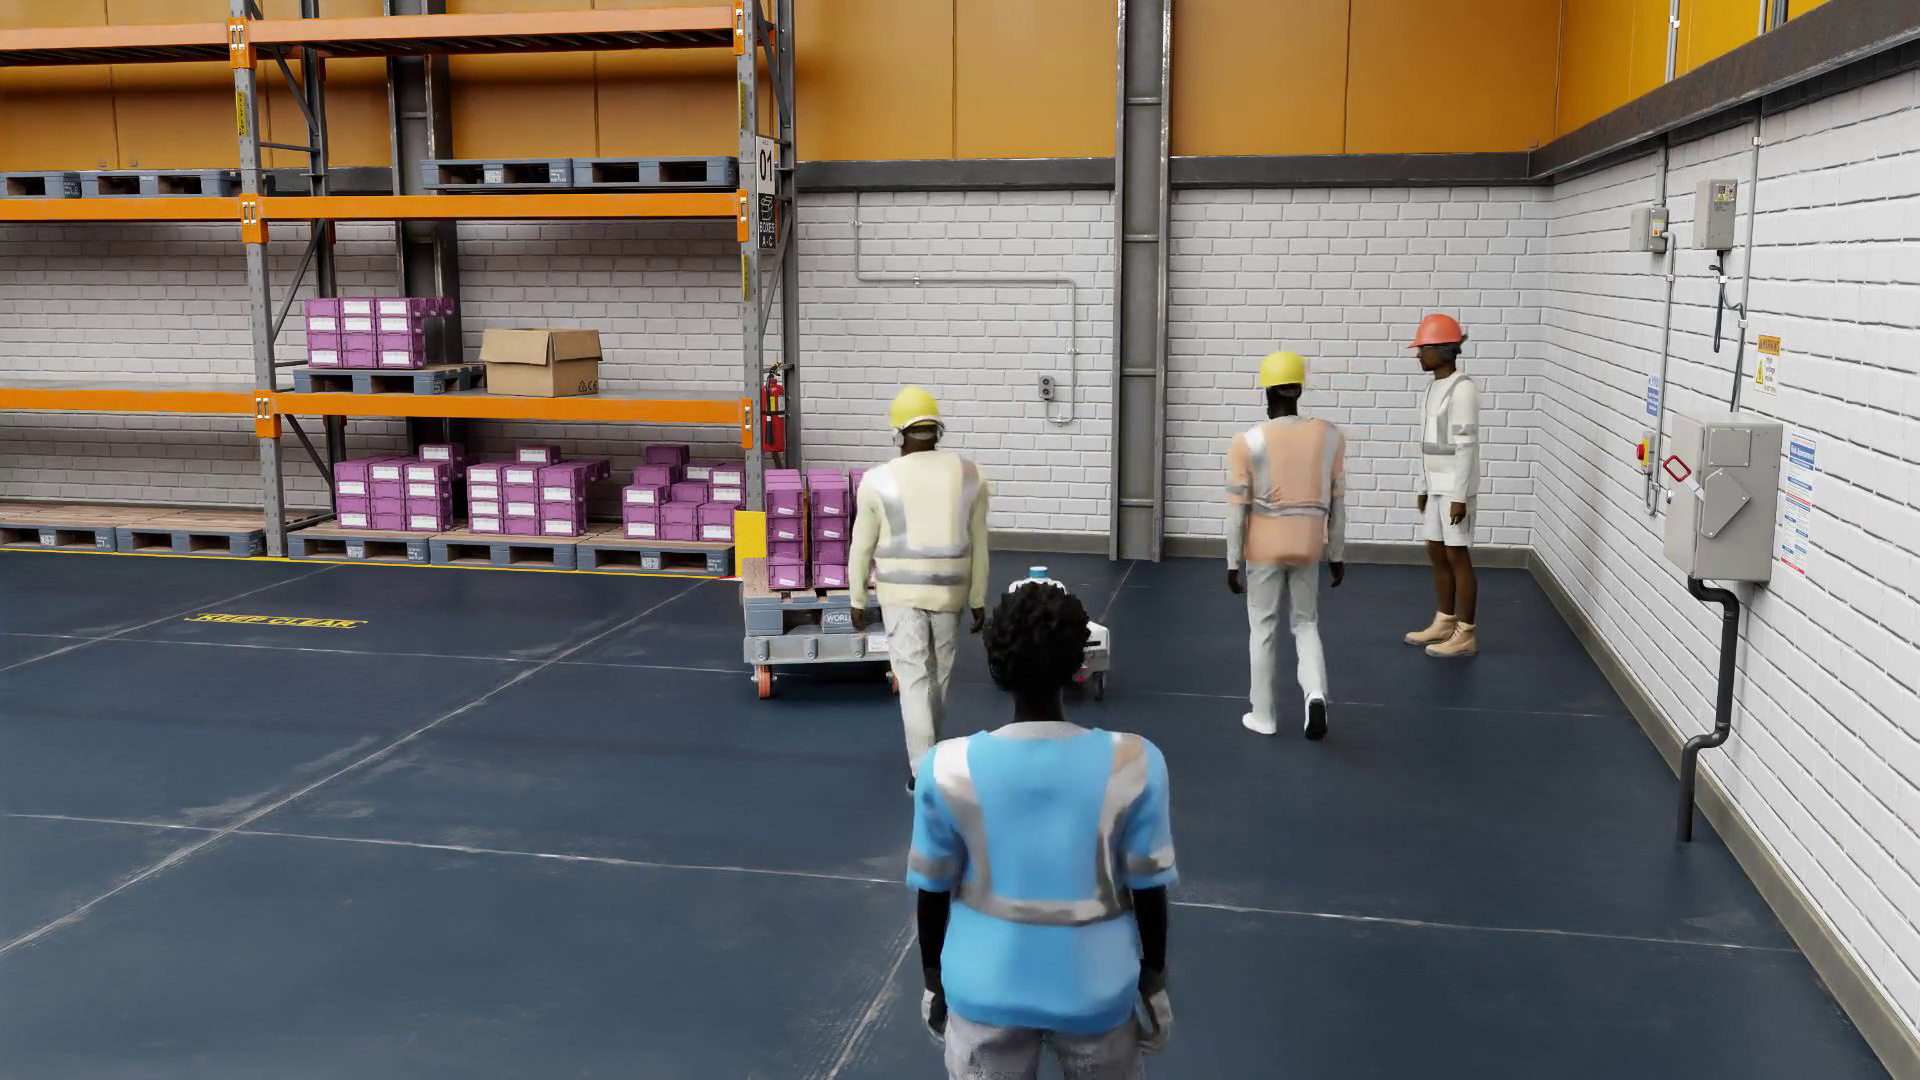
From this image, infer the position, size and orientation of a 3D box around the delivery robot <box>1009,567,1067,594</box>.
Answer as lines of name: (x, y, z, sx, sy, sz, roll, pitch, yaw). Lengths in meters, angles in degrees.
delivery robot: (0.457, 0.399, 9.687, 0.477, 0.478, 0.707, 0, 9, 1)

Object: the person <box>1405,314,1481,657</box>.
person: (2.858, -0.320, 9.886, 0.441, 2.034, 0.611, -1, 9, -4)

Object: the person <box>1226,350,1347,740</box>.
person: (1.575, 0.047, 8.008, 0.612, 1.913, 0.592, -2, 10, -9)

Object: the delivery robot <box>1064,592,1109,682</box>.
delivery robot: (0.515, 0.520, 8.959, 0.477, 0.478, 0.707, -4, 10, -23)

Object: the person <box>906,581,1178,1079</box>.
person: (0.163, 0.920, 3.410, 0.552, 1.684, 0.395, 1, 9, 3)

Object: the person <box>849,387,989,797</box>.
person: (-0.195, 0.217, 7.385, 0.601, 1.785, 0.843, -3, 10, -17)
